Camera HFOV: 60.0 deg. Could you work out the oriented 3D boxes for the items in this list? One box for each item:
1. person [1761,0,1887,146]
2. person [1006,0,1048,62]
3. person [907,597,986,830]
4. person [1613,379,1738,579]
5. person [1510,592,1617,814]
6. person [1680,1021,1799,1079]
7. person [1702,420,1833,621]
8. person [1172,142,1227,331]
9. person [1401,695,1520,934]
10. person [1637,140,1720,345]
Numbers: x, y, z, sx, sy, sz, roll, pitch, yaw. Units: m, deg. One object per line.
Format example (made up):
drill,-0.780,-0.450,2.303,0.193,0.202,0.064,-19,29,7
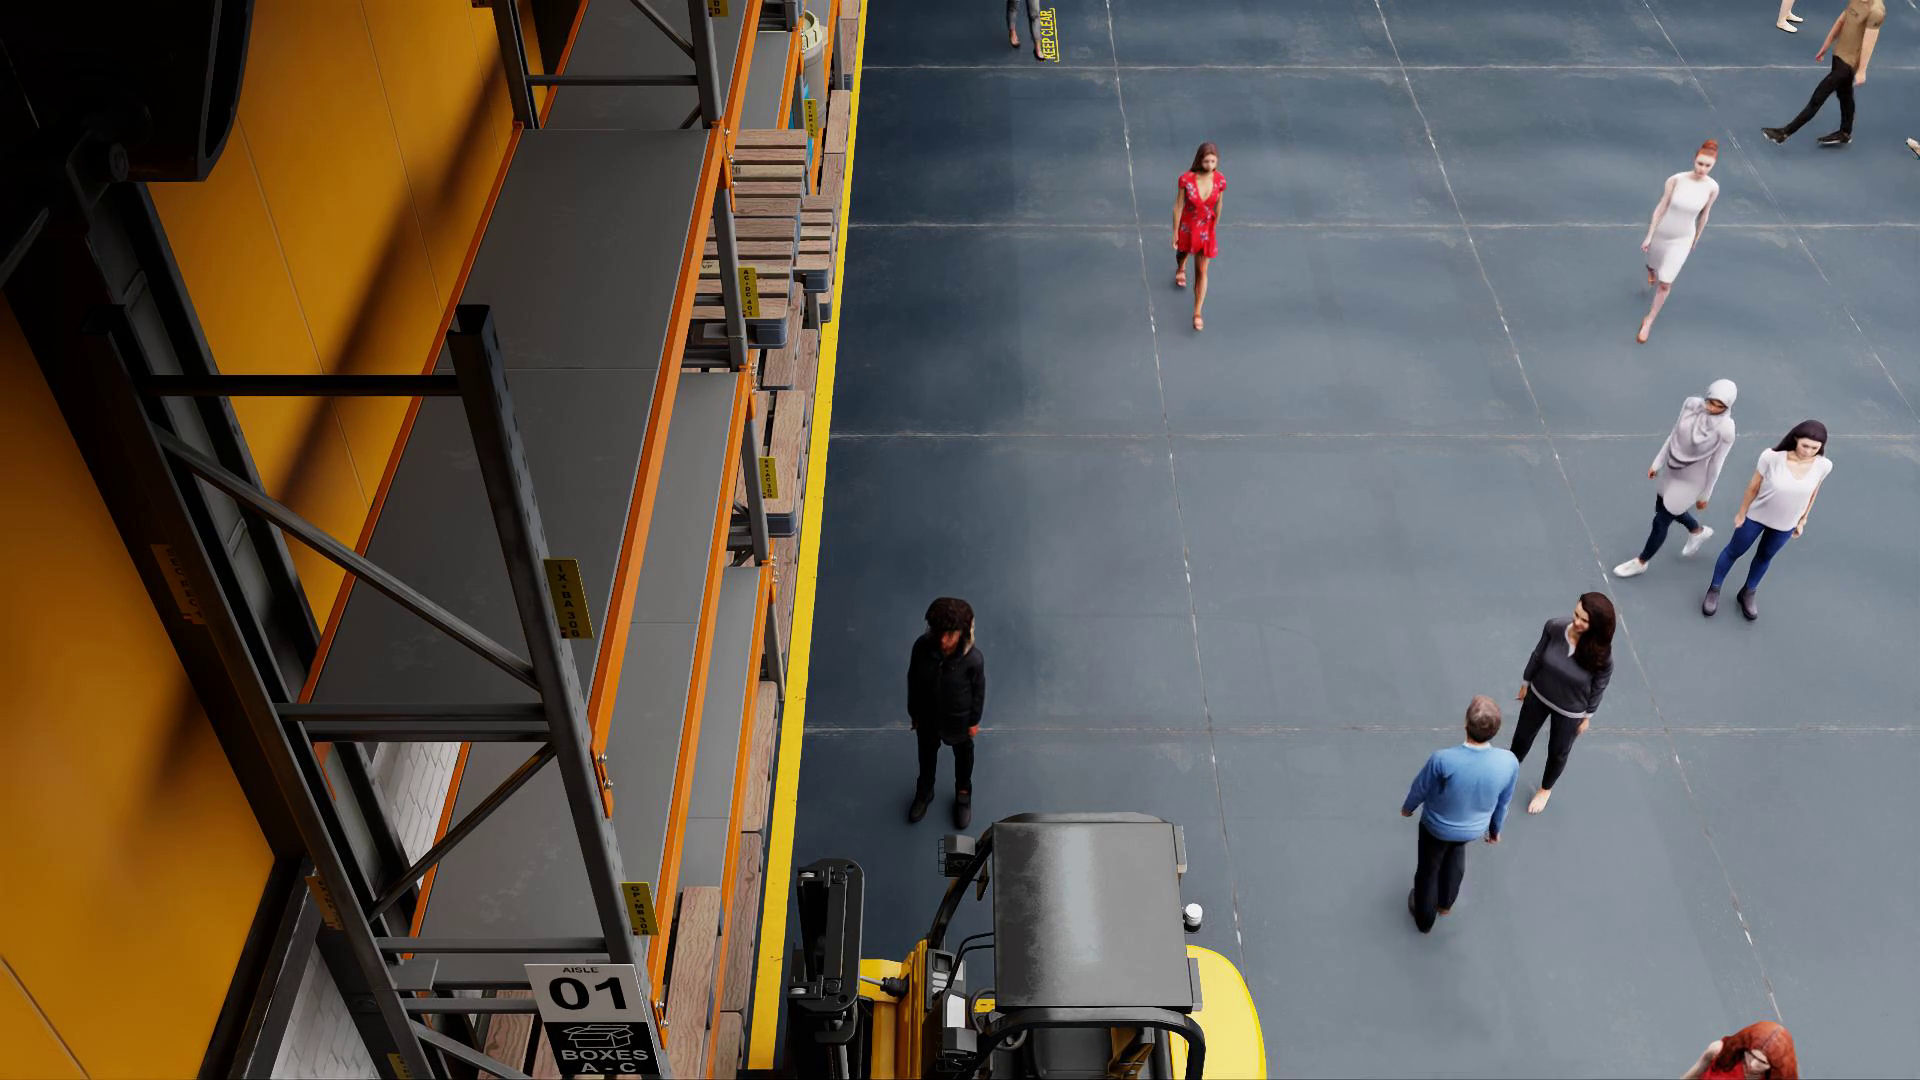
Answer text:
person,8.436,-4.510,15.665,0.751,1.807,1.111,1,44,1
person,0.603,-5.821,17.161,0.856,1.642,1.089,-14,45,-14
person,-0.088,1.008,9.893,0.672,1.780,0.677,9,44,9
person,5.046,-0.442,11.434,0.831,1.753,0.974,-10,45,-11
person,3.584,0.953,9.960,0.678,1.768,0.730,32,52,29
person,3.598,2.819,7.957,0.661,1.828,0.702,30,51,28
person,5.437,-0.148,11.178,0.634,1.683,0.576,7,44,7
person,1.949,-2.631,13.878,0.595,1.551,1.085,2,44,2
person,2.772,1.617,9.241,0.672,1.797,0.621,-1,44,-1
person,5.814,-2.494,13.588,0.907,1.754,1.179,18,46,18
